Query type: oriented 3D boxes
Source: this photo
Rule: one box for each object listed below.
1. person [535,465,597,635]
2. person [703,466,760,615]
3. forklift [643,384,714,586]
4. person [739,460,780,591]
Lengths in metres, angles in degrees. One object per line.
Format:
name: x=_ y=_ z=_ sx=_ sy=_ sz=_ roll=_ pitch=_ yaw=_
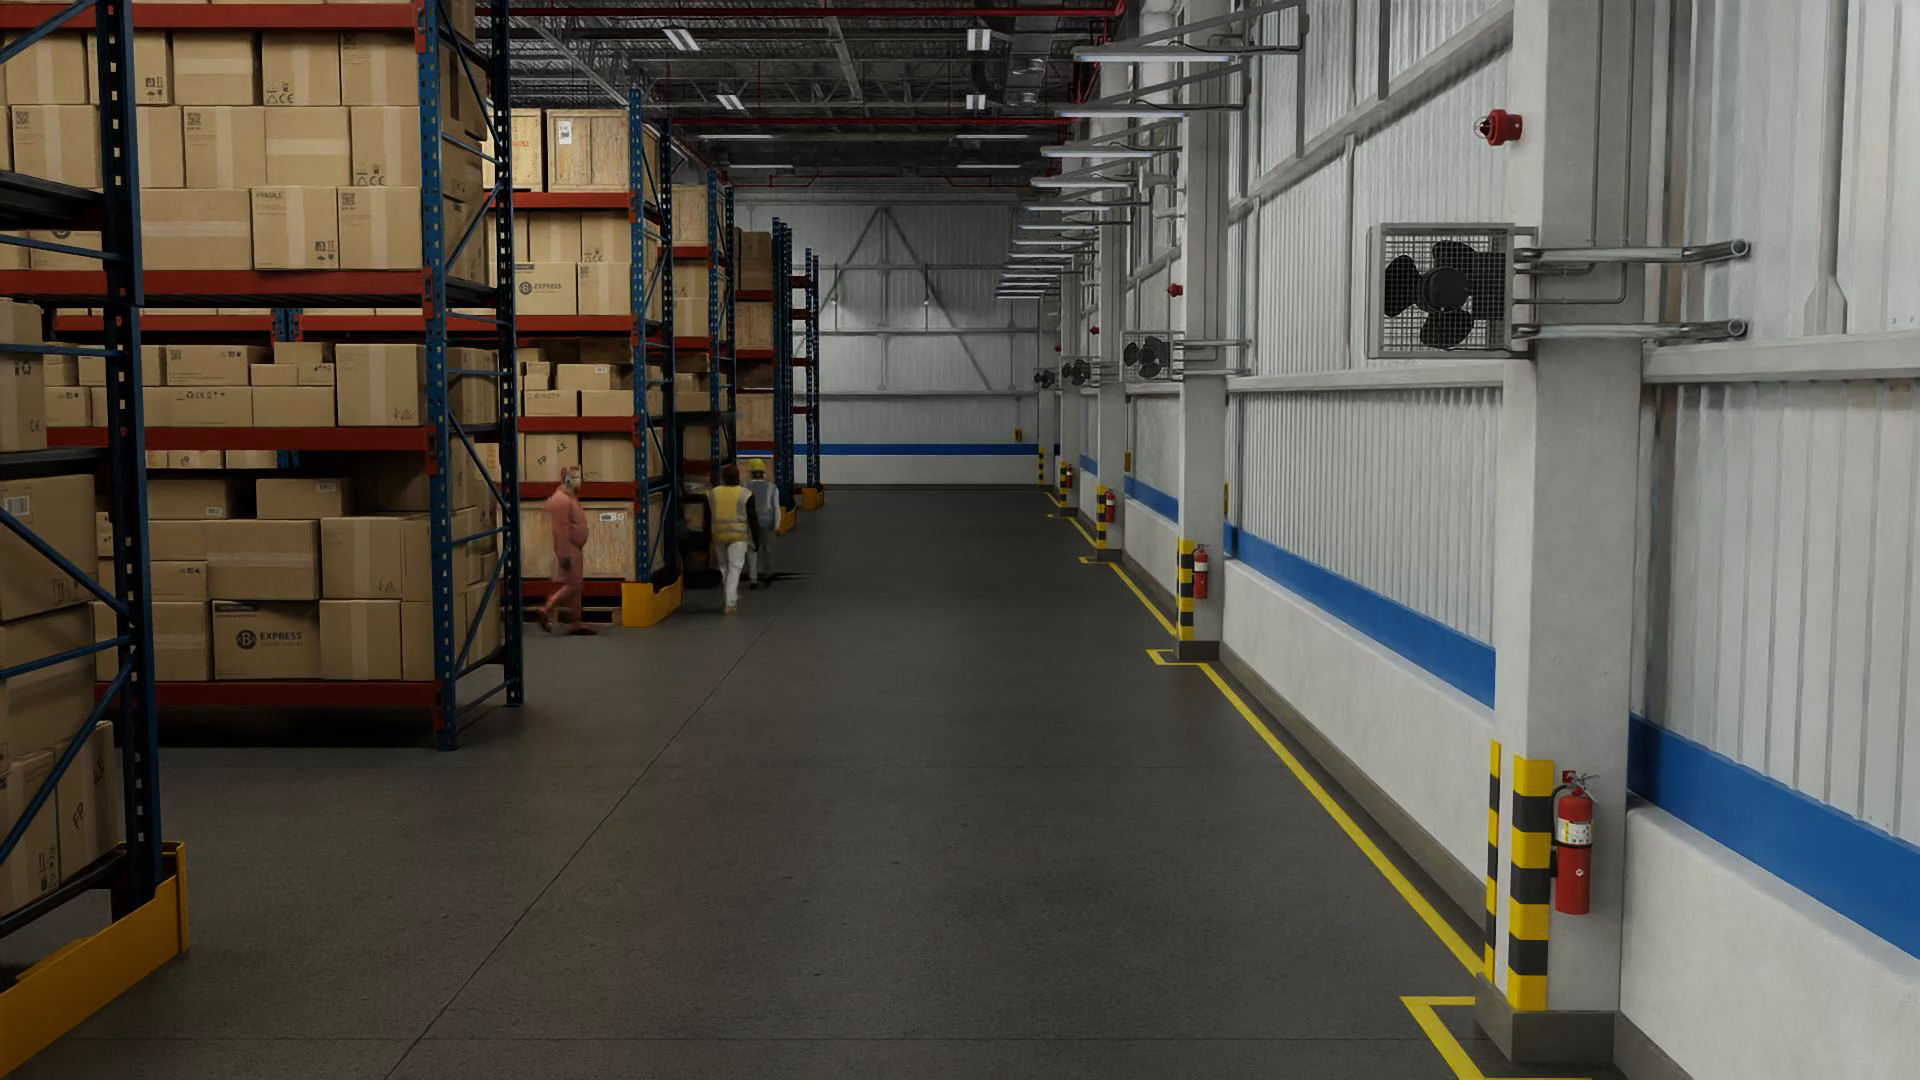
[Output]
person: x=-4.296 y=0.123 z=18.152 sx=0.535 sy=1.892 sz=0.666 roll=0 pitch=5 yaw=-1
person: x=-2.771 y=-0.006 z=20.278 sx=0.662 sy=1.791 sz=0.956 roll=1 pitch=5 yaw=9
forklift: x=-4.301 y=-0.787 z=23.087 sx=1.873 sy=2.768 sz=1.129 roll=0 pitch=5 yaw=0
person: x=-2.752 y=-0.205 z=22.702 sx=0.603 sy=1.777 sz=0.946 roll=0 pitch=5 yaw=-3
